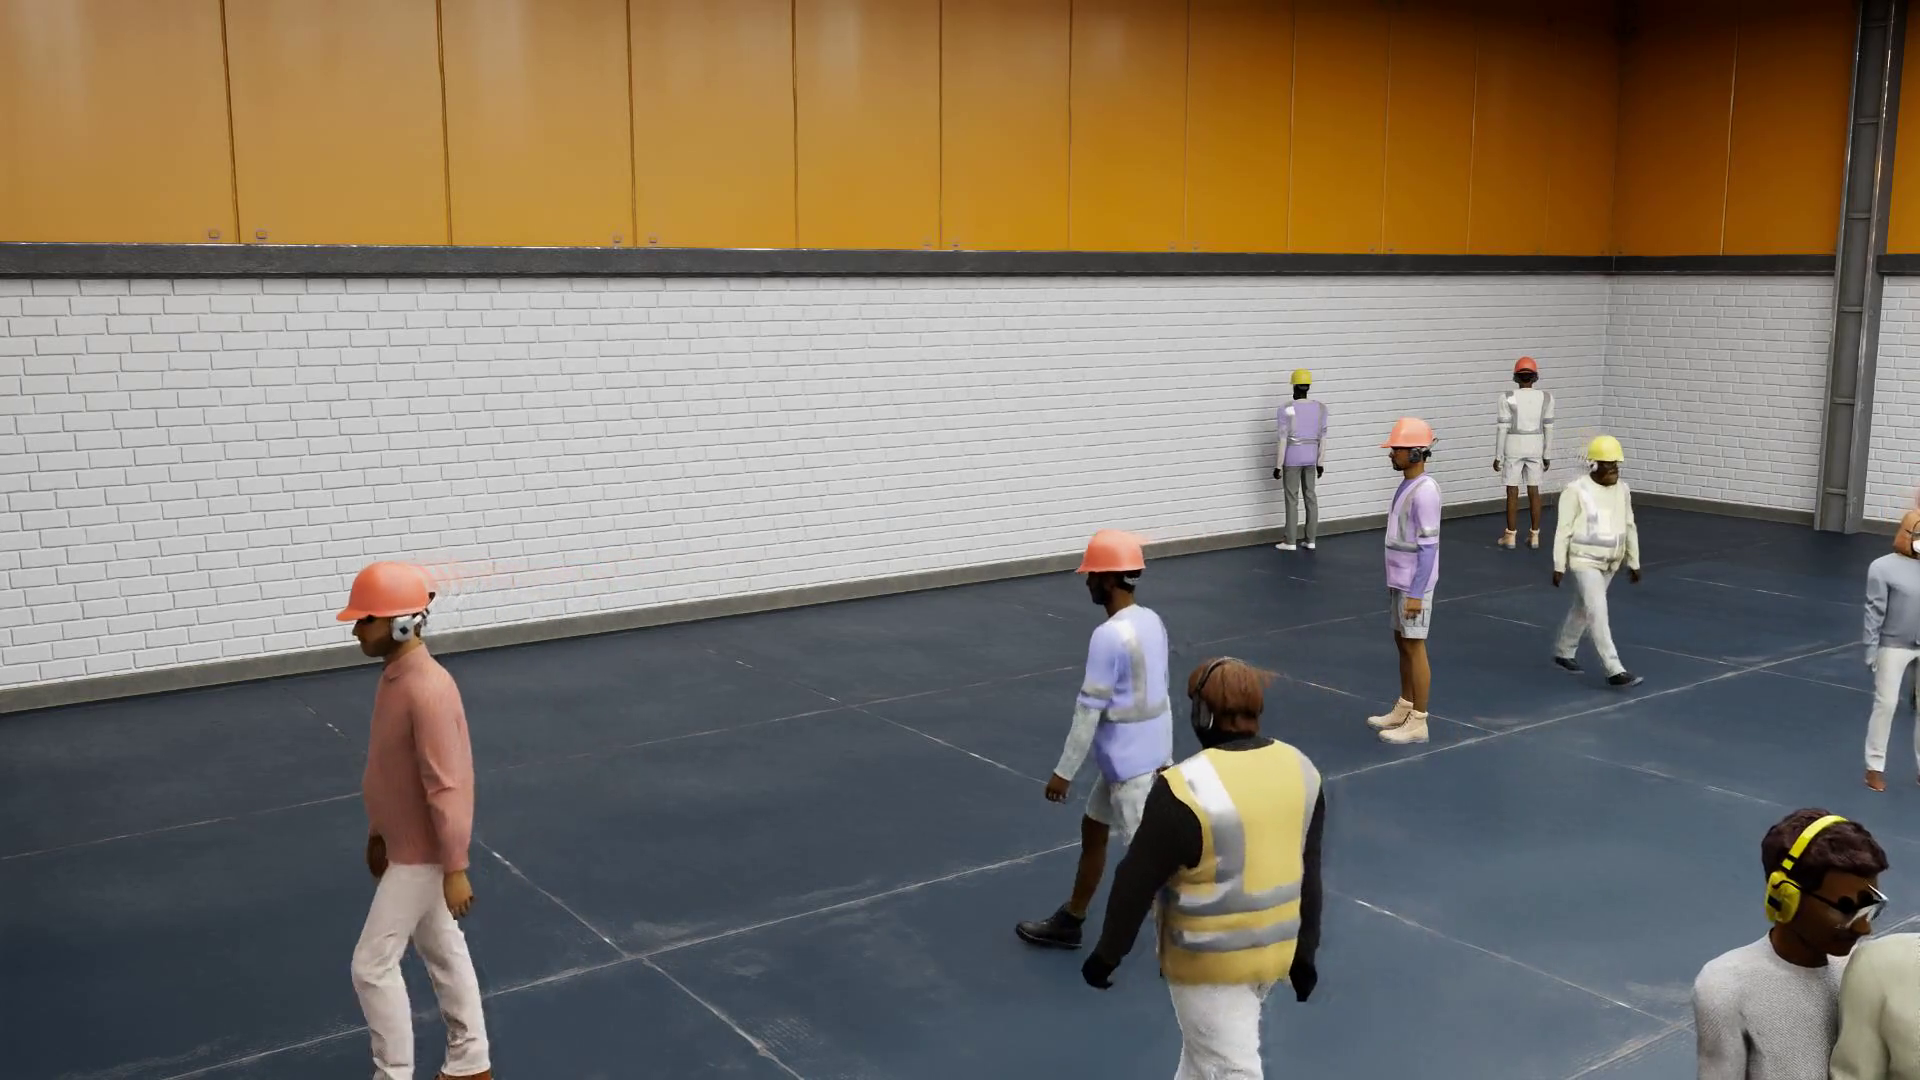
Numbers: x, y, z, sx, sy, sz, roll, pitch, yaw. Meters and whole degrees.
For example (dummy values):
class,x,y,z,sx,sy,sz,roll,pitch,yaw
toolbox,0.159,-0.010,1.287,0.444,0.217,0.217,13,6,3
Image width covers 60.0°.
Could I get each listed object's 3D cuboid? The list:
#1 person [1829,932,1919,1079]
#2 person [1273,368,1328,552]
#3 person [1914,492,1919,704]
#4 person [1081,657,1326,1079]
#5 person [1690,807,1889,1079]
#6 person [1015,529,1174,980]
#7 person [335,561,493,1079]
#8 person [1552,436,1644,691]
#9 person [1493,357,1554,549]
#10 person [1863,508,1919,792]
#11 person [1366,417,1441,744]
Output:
class,x,y,z,sx,sy,sz,roll,pitch,yaw
person,2.006,1.442,3.266,0.608,1.984,0.397,4,10,21
person,3.567,-0.839,17.507,0.594,1.925,0.371,-3,10,-20
person,6.735,0.217,11.167,0.650,1.880,0.833,8,12,40
person,0.712,1.242,5.078,0.642,1.796,0.919,-8,12,-40
person,1.724,1.466,3.495,0.508,1.865,0.329,-5,11,-30
person,0.716,0.901,6.944,0.989,1.891,0.552,4,10,22
person,-1.966,1.053,5.688,0.729,1.970,0.660,-5,10,-27
person,4.576,0.151,11.846,0.618,1.780,0.917,-4,10,-25
person,5.975,-0.926,17.693,0.615,2.039,0.386,0,9,-3
person,5.373,0.626,9.398,0.508,1.627,0.289,2,9,10
person,2.795,0.252,10.424,0.374,2.043,0.614,0,9,2
